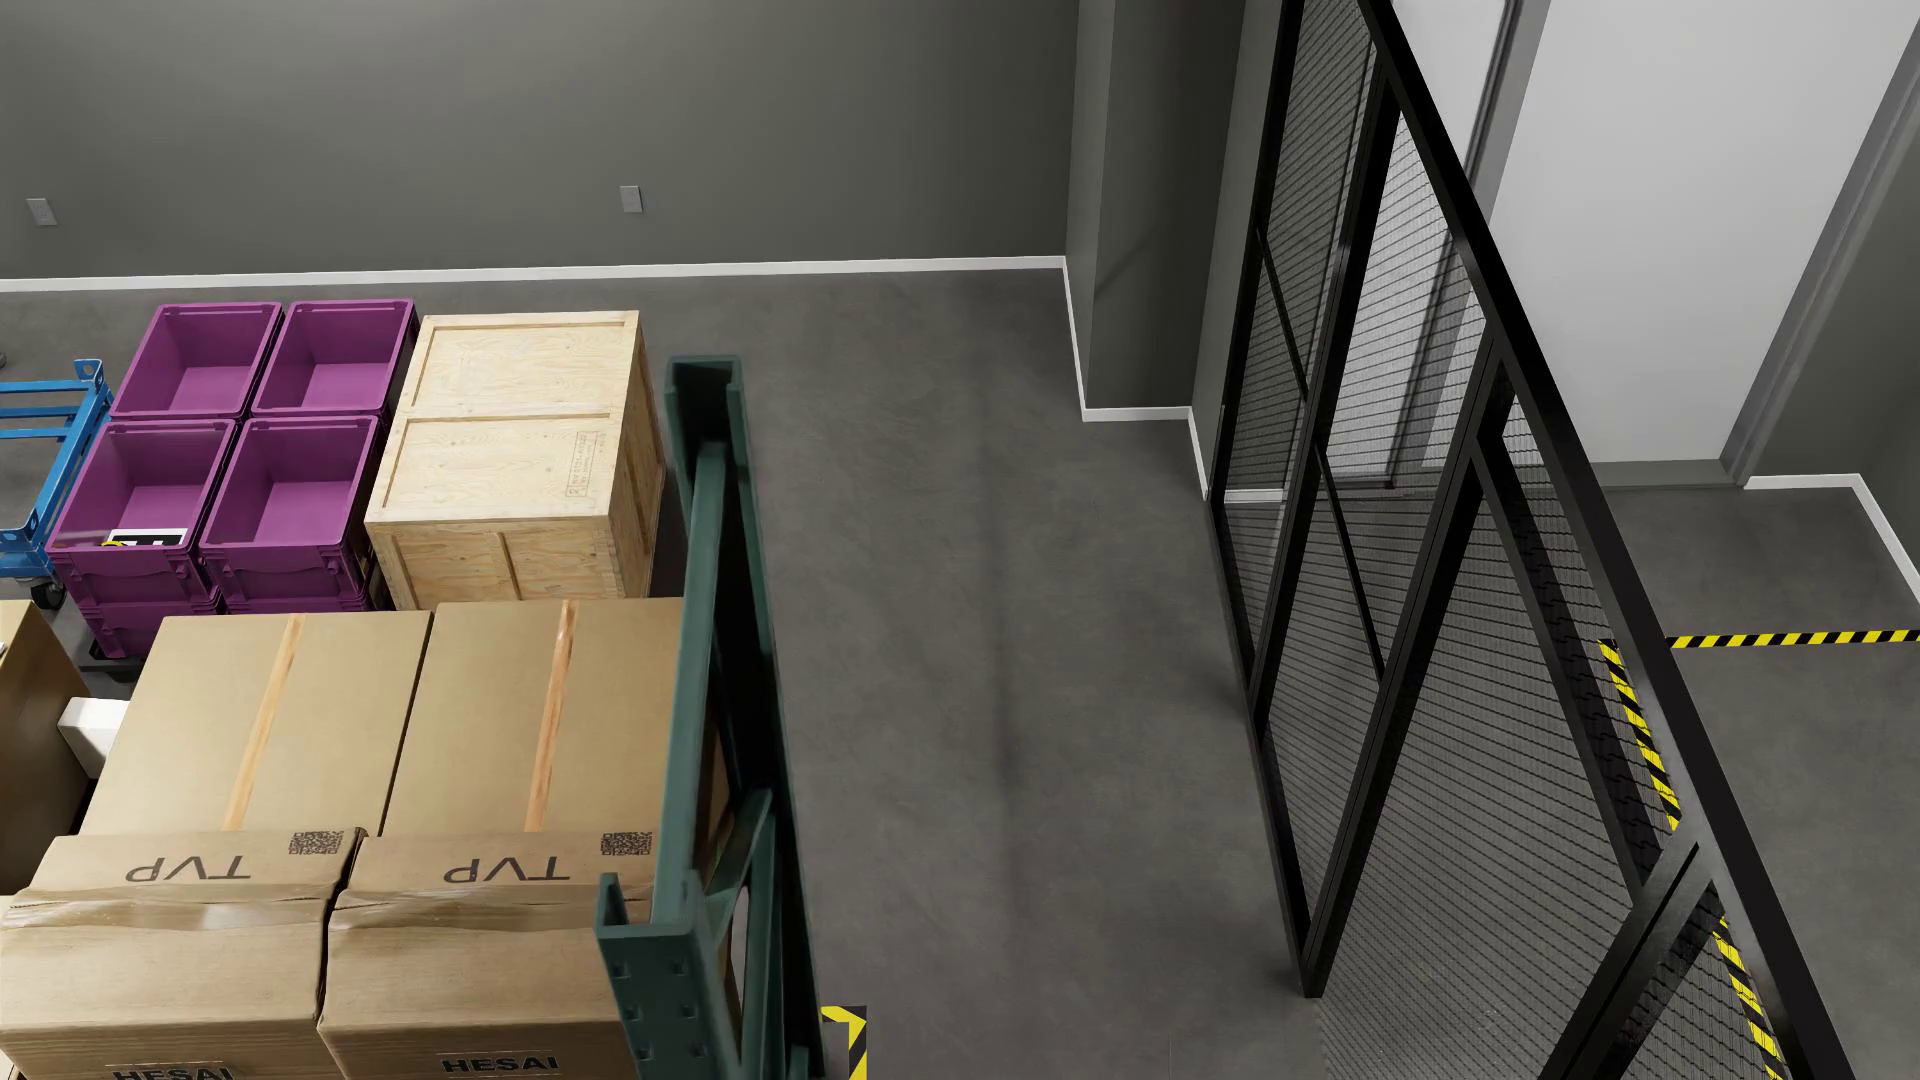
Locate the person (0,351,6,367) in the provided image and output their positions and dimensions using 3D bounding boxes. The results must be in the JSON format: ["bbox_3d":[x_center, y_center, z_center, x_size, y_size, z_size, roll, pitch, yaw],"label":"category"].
[{"bbox_3d":[-4.026,-1.270,5.968,0.354,1.938,0.636,-3,46,-3],"label":"person"}]
